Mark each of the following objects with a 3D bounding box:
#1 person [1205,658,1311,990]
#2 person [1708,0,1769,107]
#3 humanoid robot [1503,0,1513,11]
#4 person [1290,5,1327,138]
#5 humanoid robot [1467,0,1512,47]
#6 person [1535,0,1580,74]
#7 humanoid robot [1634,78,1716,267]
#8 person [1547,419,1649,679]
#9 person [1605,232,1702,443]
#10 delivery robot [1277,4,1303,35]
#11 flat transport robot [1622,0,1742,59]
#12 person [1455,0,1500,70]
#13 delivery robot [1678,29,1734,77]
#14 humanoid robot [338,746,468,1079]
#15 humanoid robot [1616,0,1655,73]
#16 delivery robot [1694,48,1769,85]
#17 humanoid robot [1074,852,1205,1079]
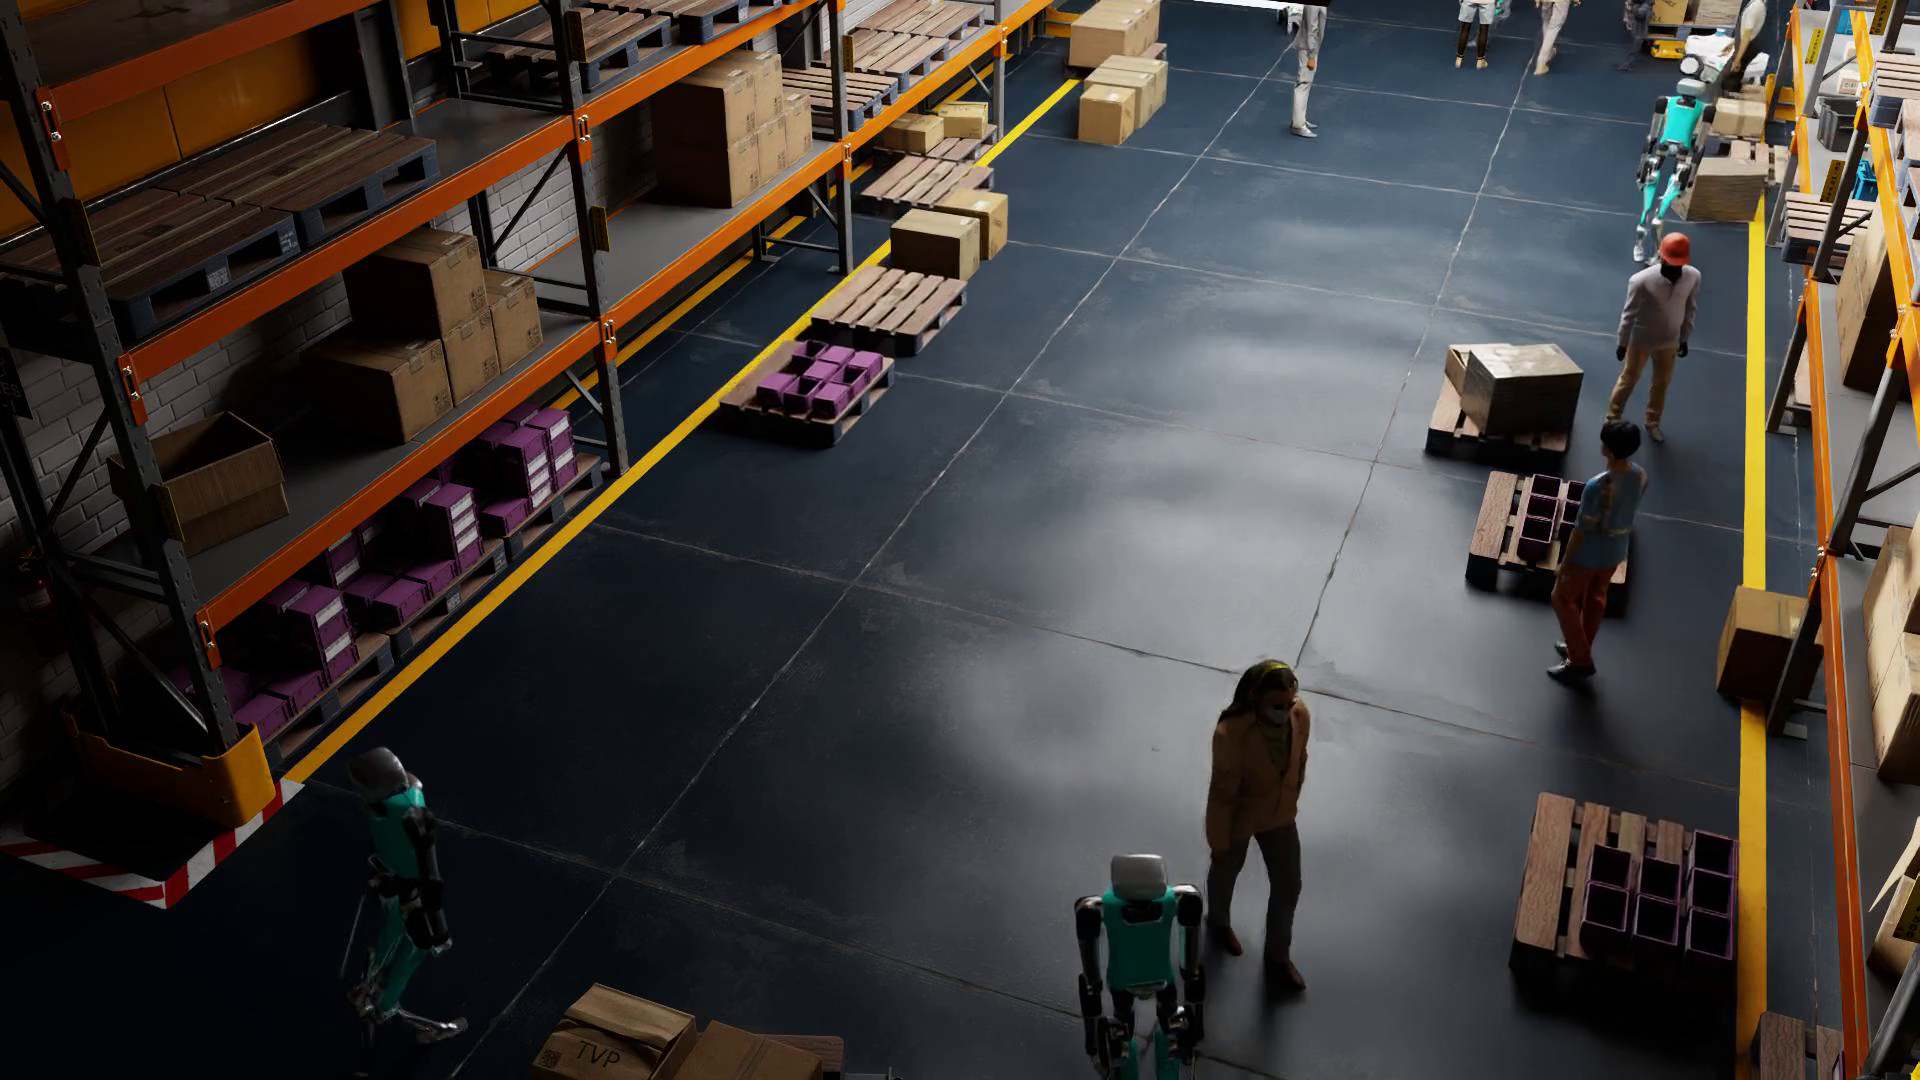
[{"bbox_3d":[1.466,1.389,7.979,0.600,1.848,0.780,-13,35,-19],"label":"person"},{"bbox_3d":[8.632,-5.433,18.561,0.524,1.828,0.560,20,38,28],"label":"person"},{"bbox_3d":[7.511,-7.956,22.666,0.550,1.902,0.719,28,42,36],"label":"humanoid robot"},{"bbox_3d":[3.903,-5.474,18.563,0.402,1.900,0.534,7,34,11],"label":"person"},{"bbox_3d":[6.820,-7.144,21.202,0.727,1.696,0.530,24,40,32],"label":"humanoid robot"},{"bbox_3d":[7.448,-6.732,20.665,0.468,1.731,0.883,26,41,34],"label":"person"},{"bbox_3d":[6.485,-3.291,15.343,0.539,1.736,0.898,16,36,24],"label":"humanoid robot"},{"bbox_3d":[3.868,0.070,10.114,0.511,1.757,0.400,-14,35,-21],"label":"person"},{"bbox_3d":[5.267,-1.532,12.607,0.564,1.737,0.375,-4,33,-6],"label":"person"},{"bbox_3d":[4.563,-7.150,22.391,0.499,0.592,0.771,2,33,3],"label":"delivery robot"},{"bbox_3d":[9.329,-6.578,21.773,0.659,0.231,1.431,6,33,9],"label":"flat transport robot"},{"bbox_3d":[6.465,-6.721,20.677,0.539,1.694,0.317,15,36,22],"label":"person"},{"bbox_3d":[9.366,-6.051,20.706,0.793,0.608,0.499,16,36,23],"label":"delivery robot"},{"bbox_3d":[-2.680,1.812,7.513,0.774,1.856,0.549,-27,41,-35],"label":"humanoid robot"},{"bbox_3d":[8.499,-6.658,20.603,0.497,1.645,0.598,3,33,4],"label":"humanoid robot"},{"bbox_3d":[9.391,-5.729,20.208,0.780,0.609,0.519,-9,34,-13],"label":"delivery robot"},{"bbox_3d":[0.785,2.180,6.862,0.551,1.711,1.001,-4,33,-5],"label":"humanoid robot"}]
